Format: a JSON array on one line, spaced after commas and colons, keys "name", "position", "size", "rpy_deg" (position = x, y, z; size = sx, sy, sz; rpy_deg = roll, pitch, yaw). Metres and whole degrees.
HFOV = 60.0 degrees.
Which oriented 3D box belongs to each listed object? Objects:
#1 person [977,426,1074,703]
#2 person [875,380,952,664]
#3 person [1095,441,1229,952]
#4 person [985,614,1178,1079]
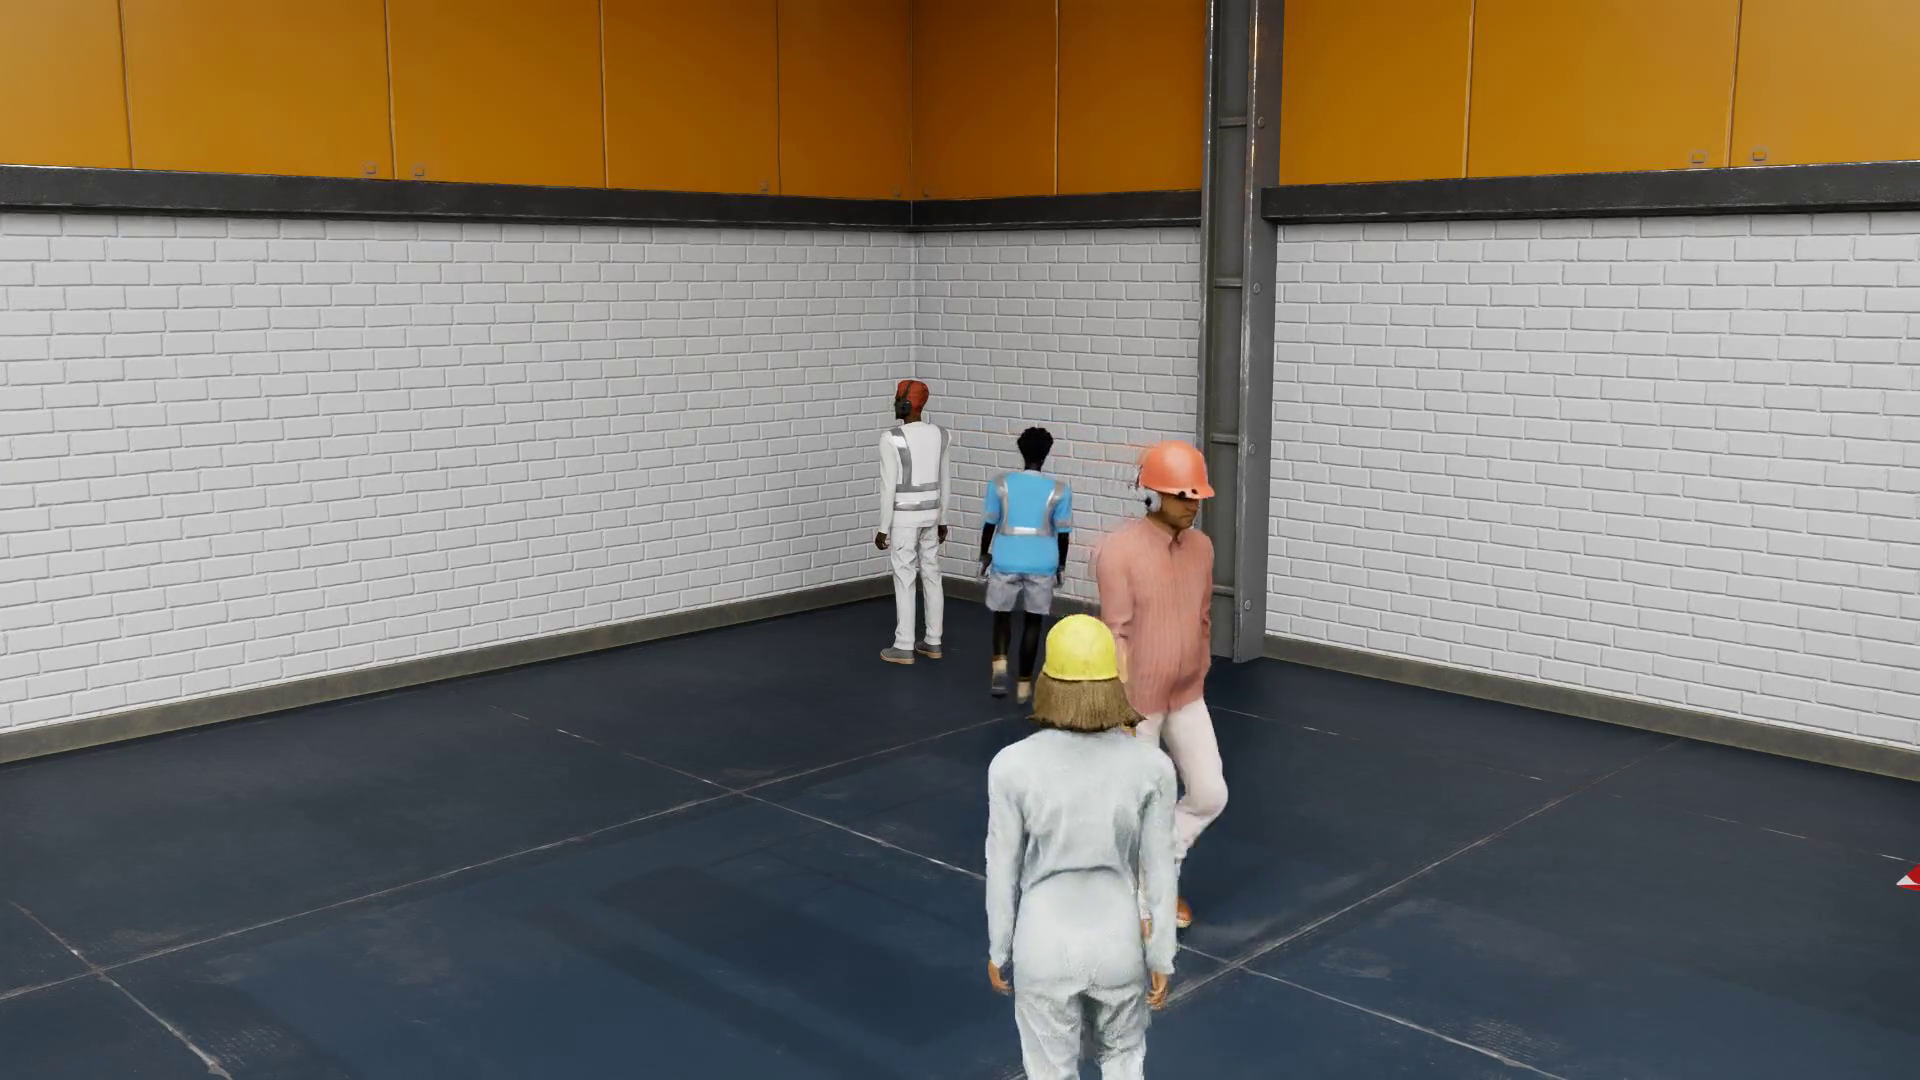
[{"name": "person", "position": [0.387, 0.168, 9.900], "size": [0.573, 1.671, 0.520], "rpy_deg": [1, 9, 6]}, {"name": "person", "position": [-0.311, -0.120, 11.032], "size": [0.583, 1.883, 0.350], "rpy_deg": [-8, 12, -39]}, {"name": "person", "position": [0.759, 0.603, 6.313], "size": [0.622, 1.969, 0.444], "rpy_deg": [-6, 11, -33]}, {"name": "person", "position": [0.308, 1.054, 4.292], "size": [0.487, 1.733, 0.399], "rpy_deg": [-1, 9, -5]}]
